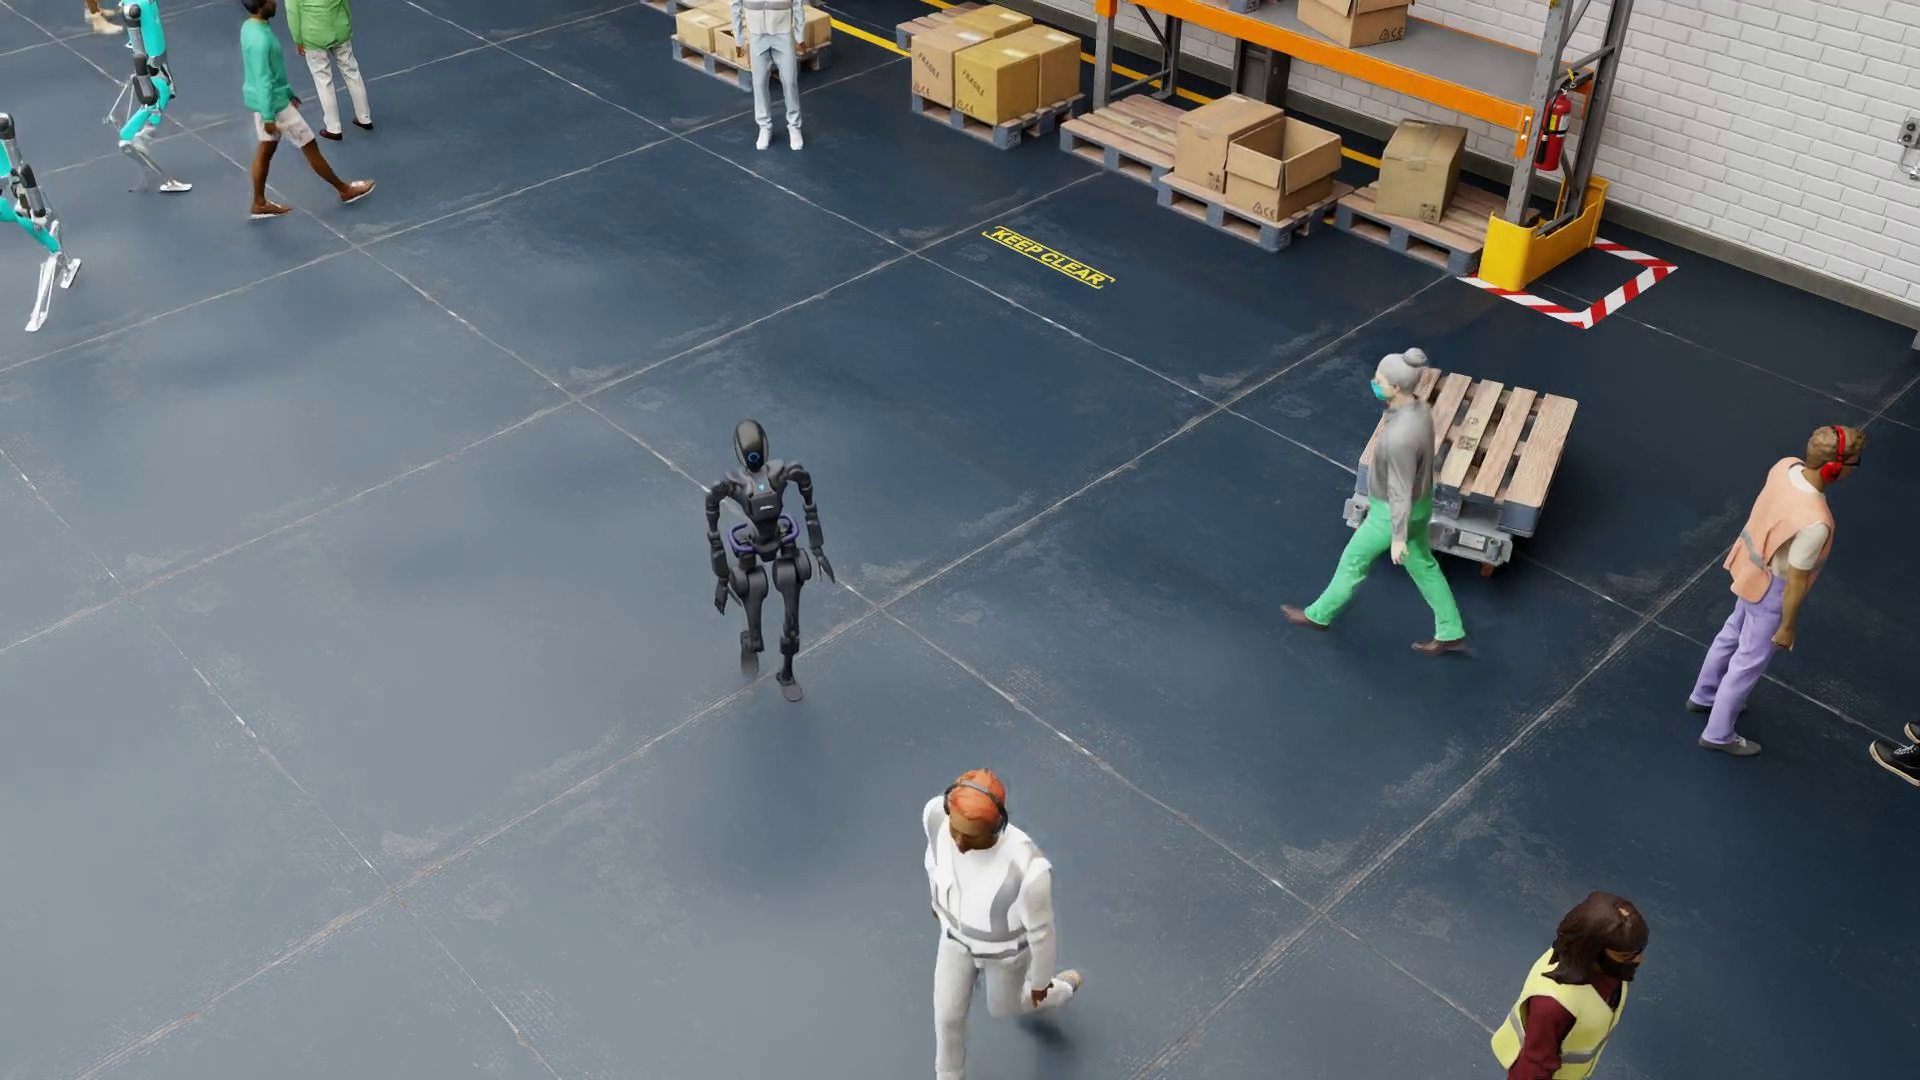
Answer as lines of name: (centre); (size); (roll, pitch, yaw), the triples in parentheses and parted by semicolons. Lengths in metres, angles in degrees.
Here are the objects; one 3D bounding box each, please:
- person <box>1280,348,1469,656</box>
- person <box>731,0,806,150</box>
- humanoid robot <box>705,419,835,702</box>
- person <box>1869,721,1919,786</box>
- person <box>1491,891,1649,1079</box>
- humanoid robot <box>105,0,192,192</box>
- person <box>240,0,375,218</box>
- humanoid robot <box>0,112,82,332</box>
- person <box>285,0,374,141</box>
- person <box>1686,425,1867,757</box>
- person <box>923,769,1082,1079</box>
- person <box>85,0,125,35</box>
person: (2.265, -0.171, 8.504); (0.995, 1.789, 0.554); (18, 40, 22)
person: (-1.568, -4.163, 13.688); (0.600, 1.907, 0.398); (-1, 37, -2)
humanoid robot: (-0.947, 0.083, 8.259); (0.615, 1.648, 0.397); (-14, 39, -17)
person: (4.777, 0.321, 7.713); (0.596, 1.958, 0.370); (-23, 43, -27)
person: (2.061, 1.849, 5.842); (0.367, 1.766, 0.478); (30, 47, 34)
humanoid robot: (-6.465, -3.489, 13.027); (0.734, 1.908, 0.541); (-3, 37, -4)
person: (-5.179, -3.360, 12.713); (0.964, 1.788, 0.521); (-18, 41, -22)
humanoid robot: (-6.468, -2.414, 11.548); (0.546, 1.769, 1.019); (4, 37, 5)
person: (-5.318, -4.240, 13.902); (0.388, 1.776, 0.539); (29, 46, 33)
person: (3.839, 0.238, 7.919); (0.380, 1.837, 0.562); (5, 37, 6)
person: (0.151, 1.450, 6.310); (0.620, 1.846, 0.805); (24, 43, 28)
person: (-8.380, -5.858, 15.849); (0.442, 2.020, 0.773); (-13, 39, -17)
